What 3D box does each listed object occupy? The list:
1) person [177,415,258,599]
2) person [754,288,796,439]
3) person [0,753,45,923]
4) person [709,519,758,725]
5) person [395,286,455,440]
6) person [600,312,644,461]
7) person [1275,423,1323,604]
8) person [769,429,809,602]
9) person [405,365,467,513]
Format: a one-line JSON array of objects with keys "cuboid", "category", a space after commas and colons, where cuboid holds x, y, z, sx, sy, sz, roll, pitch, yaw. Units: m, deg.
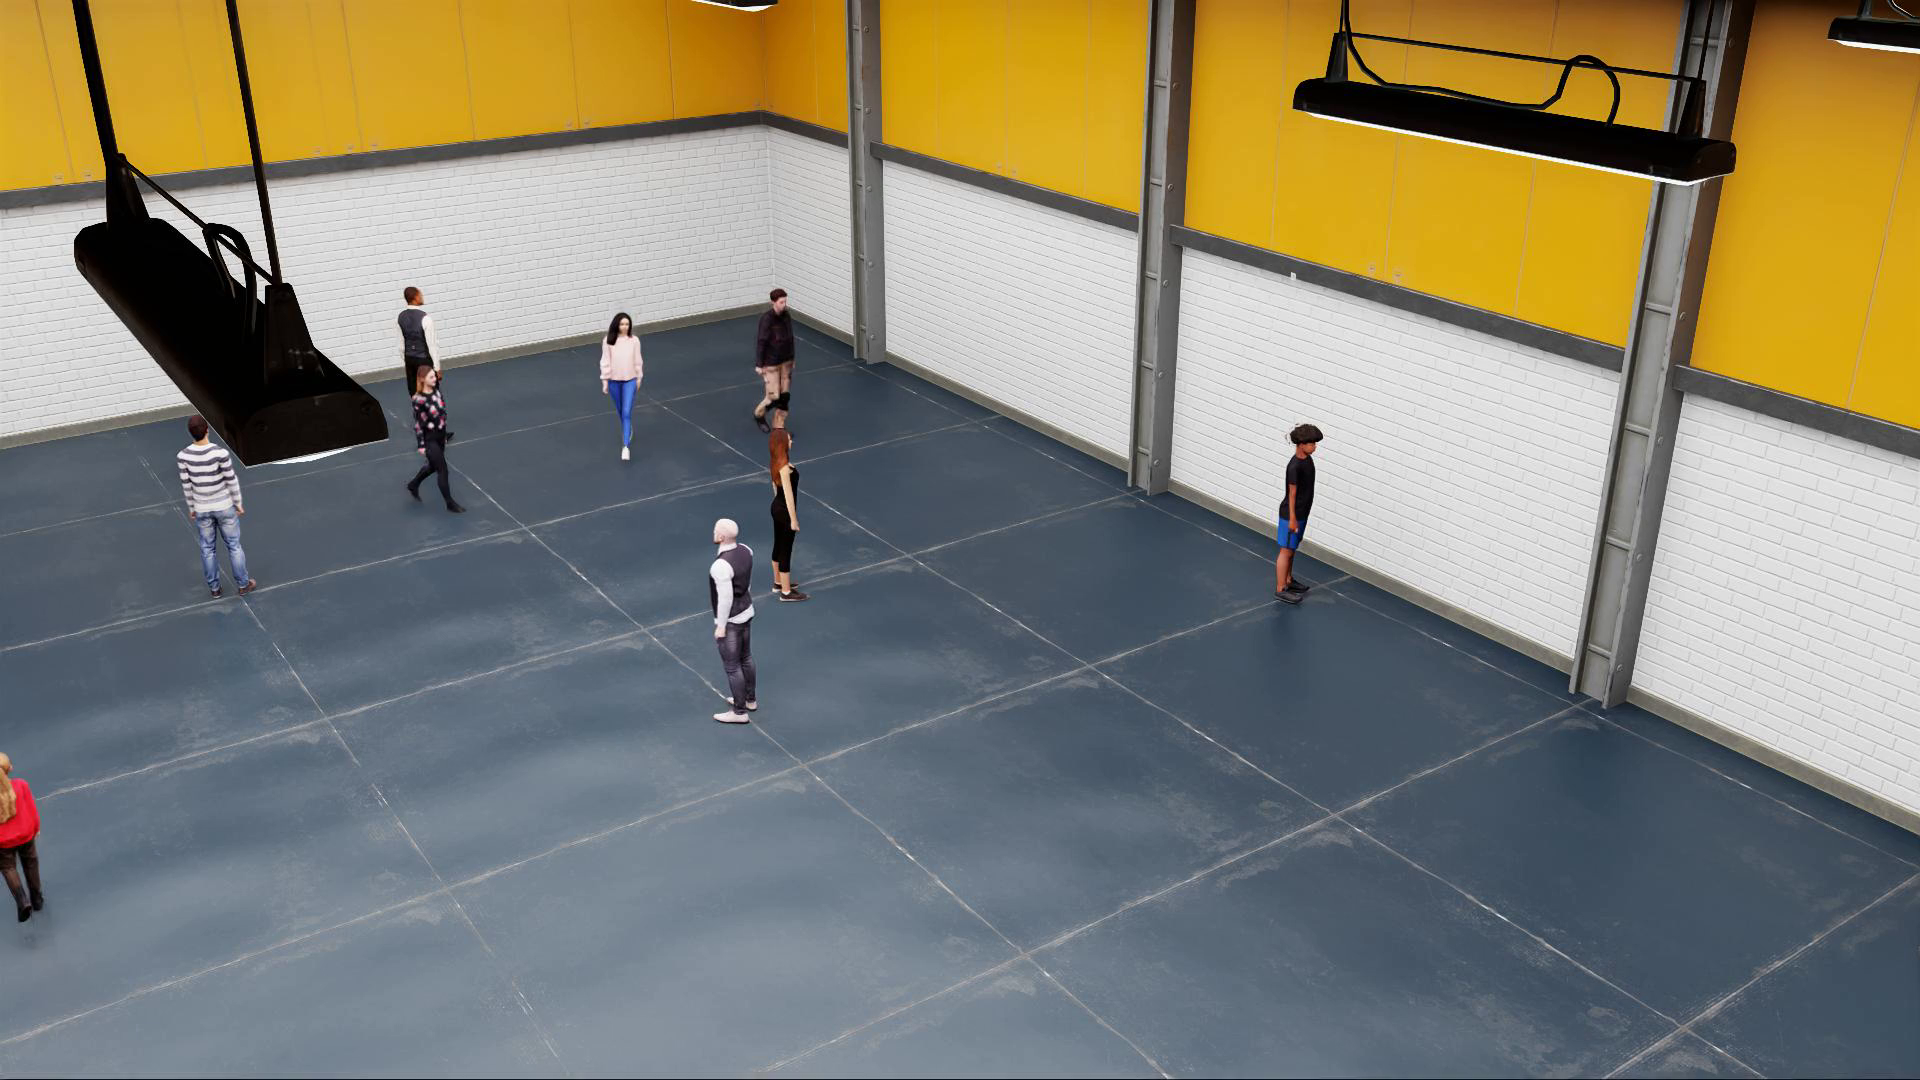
[{"cuboid": [-7.257, -0.331, 16.172, 0.722, 1.854, 0.683, -4, 24, -10], "category": "person"}, {"cuboid": [-2.309, -2.172, 20.328, 0.916, 1.898, 0.834, 17, 29, 33], "category": "person"}, {"cuboid": [-6.511, 2.058, 11.435, 0.492, 1.271, 0.699, -15, 28, -31], "category": "person"}, {"cuboid": [-1.906, 0.668, 13.925, 0.809, 1.823, 0.779, 7, 24, 15], "category": "person"}, {"cuboid": [-6.554, -2.134, 20.218, 0.739, 1.917, 0.838, 8, 25, 17], "category": "person"}, {"cuboid": [-4.037, -1.882, 19.893, 1.077, 1.715, 1.297, -1, 24, -3], "category": "person"}, {"cuboid": [3.246, -0.286, 16.147, 0.709, 1.792, 0.695, 12, 26, 26], "category": "person"}, {"cuboid": [-1.718, -0.258, 16.164, 0.677, 1.726, 0.522, -9, 25, -20], "category": "person"}, {"cuboid": [-5.844, -1.105, 18.190, 1.114, 1.656, 0.982, 7, 25, 15], "category": "person"}]
